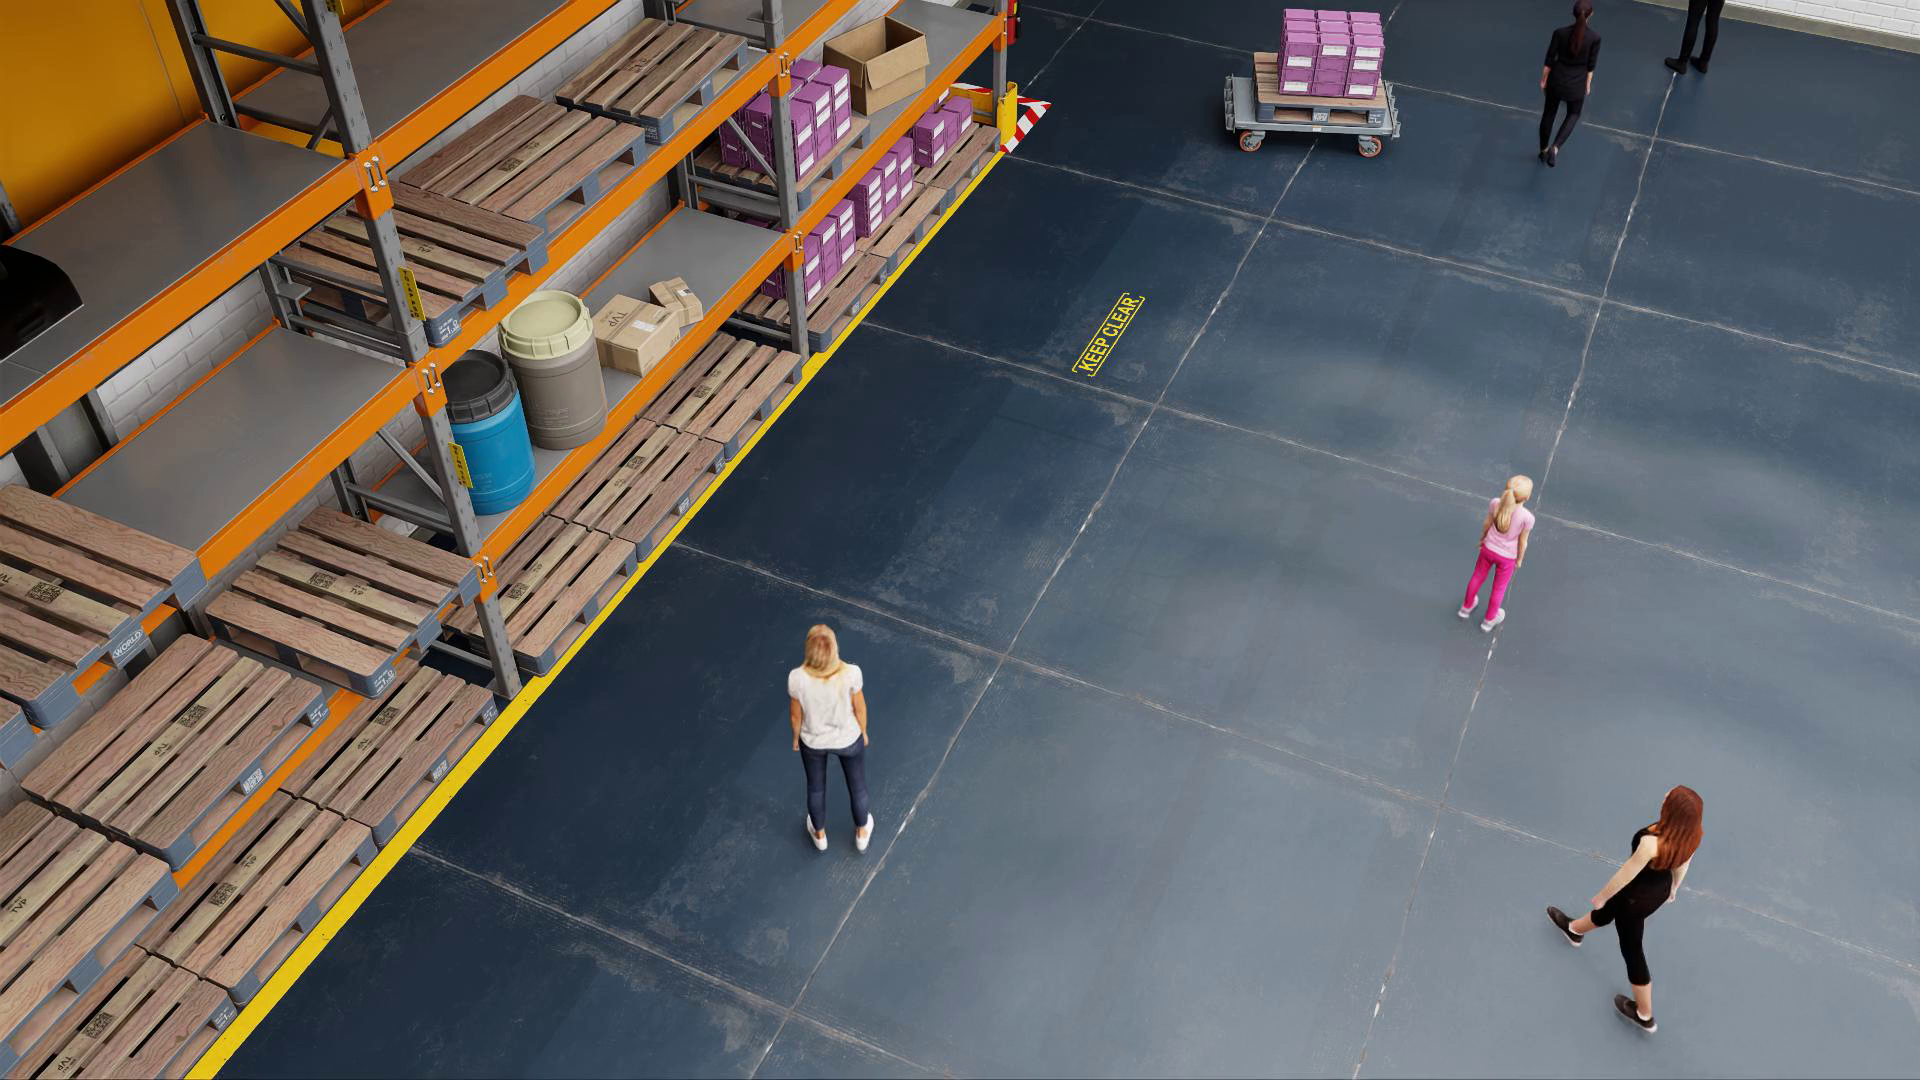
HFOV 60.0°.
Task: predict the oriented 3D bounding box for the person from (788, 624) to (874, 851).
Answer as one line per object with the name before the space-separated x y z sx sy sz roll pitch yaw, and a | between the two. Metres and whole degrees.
person | -0.744 1.172 9.666 0.672 1.806 0.664 -2 44 -2

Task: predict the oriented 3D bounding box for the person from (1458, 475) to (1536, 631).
person | 3.640 0.069 11.214 0.535 1.269 0.558 34 53 30

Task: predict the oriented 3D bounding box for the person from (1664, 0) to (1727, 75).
person | 7.600 -5.611 16.747 0.741 1.861 0.749 -6 44 -6

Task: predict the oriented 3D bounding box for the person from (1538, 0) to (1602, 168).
person | 5.590 -4.173 15.391 0.609 1.649 0.716 19 47 19

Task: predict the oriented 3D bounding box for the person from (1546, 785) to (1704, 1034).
person | 3.699 1.980 8.908 1.126 1.682 1.079 -20 47 -20
